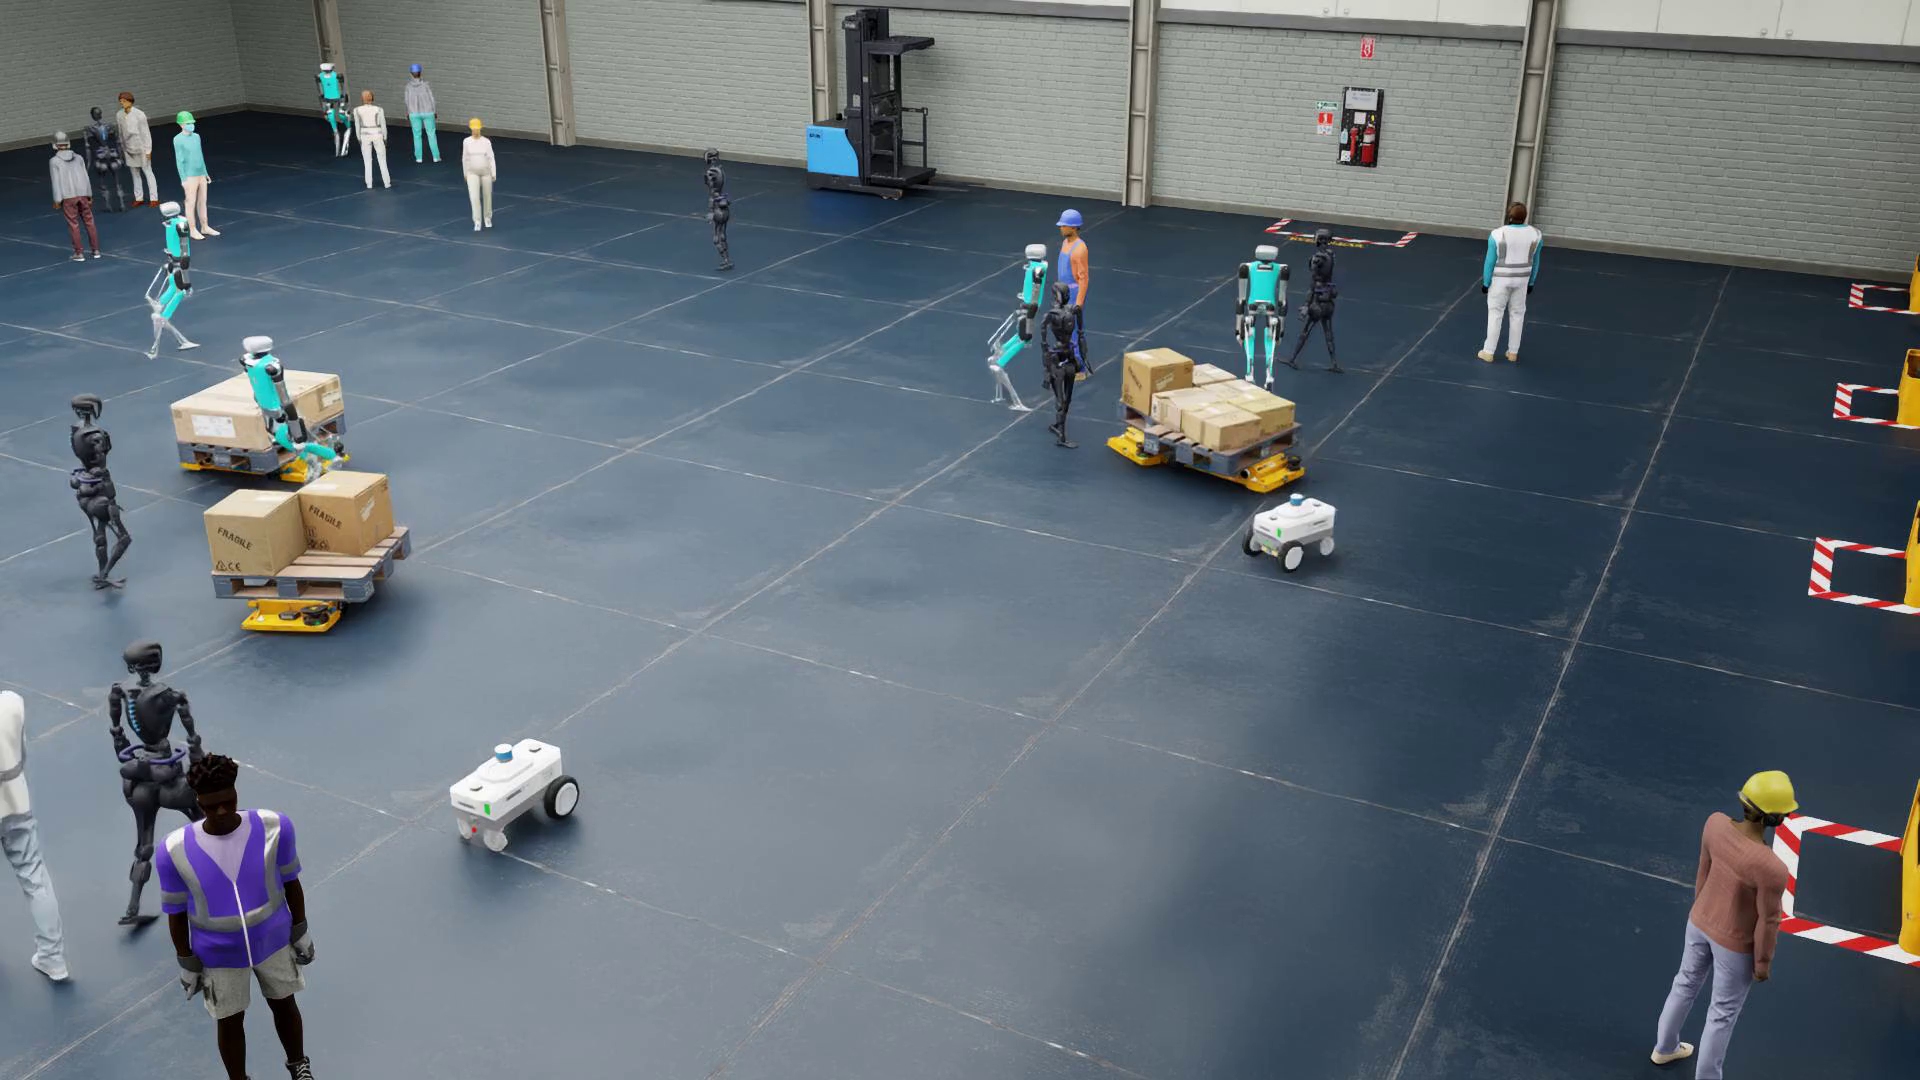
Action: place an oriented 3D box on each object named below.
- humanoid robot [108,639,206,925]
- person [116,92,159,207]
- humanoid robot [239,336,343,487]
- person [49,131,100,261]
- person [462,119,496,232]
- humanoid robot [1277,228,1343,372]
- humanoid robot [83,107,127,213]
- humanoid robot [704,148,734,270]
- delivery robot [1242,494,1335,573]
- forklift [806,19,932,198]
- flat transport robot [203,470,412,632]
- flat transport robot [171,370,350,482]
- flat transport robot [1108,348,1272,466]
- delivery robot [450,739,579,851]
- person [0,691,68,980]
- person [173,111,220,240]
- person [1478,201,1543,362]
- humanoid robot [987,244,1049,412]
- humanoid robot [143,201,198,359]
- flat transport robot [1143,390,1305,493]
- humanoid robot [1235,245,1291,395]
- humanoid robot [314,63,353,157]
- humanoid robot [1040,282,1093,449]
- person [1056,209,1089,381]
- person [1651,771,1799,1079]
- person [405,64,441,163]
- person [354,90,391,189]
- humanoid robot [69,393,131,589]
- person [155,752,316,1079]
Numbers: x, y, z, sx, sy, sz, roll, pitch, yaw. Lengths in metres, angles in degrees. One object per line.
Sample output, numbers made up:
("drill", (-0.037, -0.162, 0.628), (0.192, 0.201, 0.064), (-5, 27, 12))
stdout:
("humanoid robot", (-4.530, 1.339, 9.360), (0.600, 1.629, 0.837), (5, 24, 12))
("person", (-13.299, -6.302, 26.857), (0.504, 1.833, 0.369), (2, 23, 6))
("humanoid robot", (-5.787, -1.000, 14.642), (0.531, 1.758, 0.803), (17, 29, 35))
("person", (-12.557, -4.872, 23.548), (0.366, 1.813, 0.538), (17, 29, 34))
("person", (-7.287, -5.532, 25.244), (0.482, 1.663, 0.792), (-6, 24, -14))
("humanoid robot", (4.010, -2.702, 18.706), (0.754, 1.626, 0.600), (16, 28, 32))
("humanoid robot", (-13.594, -6.038, 26.449), (0.601, 1.641, 0.391), (-21, 31, -40))
("humanoid robot", (-3.335, -4.604, 23.094), (0.380, 1.641, 0.587), (1, 23, 3))
("delivery robot", (2.796, -0.086, 14.007), (0.787, 0.599, 0.499), (-16, 28, -32))
("forklift", (-1.573, -7.292, 27.850), (1.873, 2.768, 1.129), (12, 26, 25))
("flat transport robot", (-5.138, 0.352, 13.344), (0.659, 0.231, 1.431), (1, 23, 3))
("flat transport robot", (-6.699, -0.812, 16.053), (1.431, 0.231, 0.659), (7, 24, 15))
("flat transport robot", (2.272, -1.004, 16.500), (1.431, 0.231, 0.659), (-11, 26, -24))
("delivery robot", (-2.765, 1.533, 10.255), (0.518, 0.613, 0.785), (12, 26, 26))
("person", (-5.201, 1.419, 8.839), (1.029, 1.860, 0.587), (17, 28, 34))
("person", (-11.418, -5.443, 24.800), (0.366, 1.873, 0.513), (9, 25, 19))
("person", (6.278, -2.952, 19.042), (0.625, 1.846, 0.429), (-1, 23, -2))
("humanoid robot", (0.518, -2.210, 17.474), (0.800, 1.791, 0.530), (-1, 23, -2))
("humanoid robot", (-9.274, -2.945, 19.248), (0.852, 1.855, 0.557), (-18, 29, -36))
("flat transport robot", (2.528, -0.789, 16.000), (1.431, 0.231, 0.659), (21, 31, 40))
("humanoid robot", (3.114, -2.082, 17.220), (0.538, 1.851, 0.651), (3, 23, 6))
("humanoid robot", (-11.530, -7.930, 30.892), (0.532, 1.871, 0.760), (0, 23, -1))
("humanoid robot", (1.059, -1.764, 16.521), (0.599, 1.637, 0.613), (-17, 29, -34))
("person", (1.227, -2.701, 18.374), (0.371, 1.908, 0.525), (-9, 25, -19))
("person", (3.683, 1.870, 7.931), (0.343, 1.759, 0.516), (-7, 24, -17))
("person", (-9.838, -7.780, 30.377), (0.534, 1.770, 0.361), (-5, 24, -11))
("person", (-9.990, -6.803, 28.277), (0.507, 1.630, 0.314), (-5, 24, -11))
("humanoid robot", (-6.912, -0.375, 13.263), (0.387, 1.645, 0.585), (-21, 31, -39))
("person", (-3.305, 1.861, 7.683), (0.605, 1.966, 0.368), (-14, 27, -29))
